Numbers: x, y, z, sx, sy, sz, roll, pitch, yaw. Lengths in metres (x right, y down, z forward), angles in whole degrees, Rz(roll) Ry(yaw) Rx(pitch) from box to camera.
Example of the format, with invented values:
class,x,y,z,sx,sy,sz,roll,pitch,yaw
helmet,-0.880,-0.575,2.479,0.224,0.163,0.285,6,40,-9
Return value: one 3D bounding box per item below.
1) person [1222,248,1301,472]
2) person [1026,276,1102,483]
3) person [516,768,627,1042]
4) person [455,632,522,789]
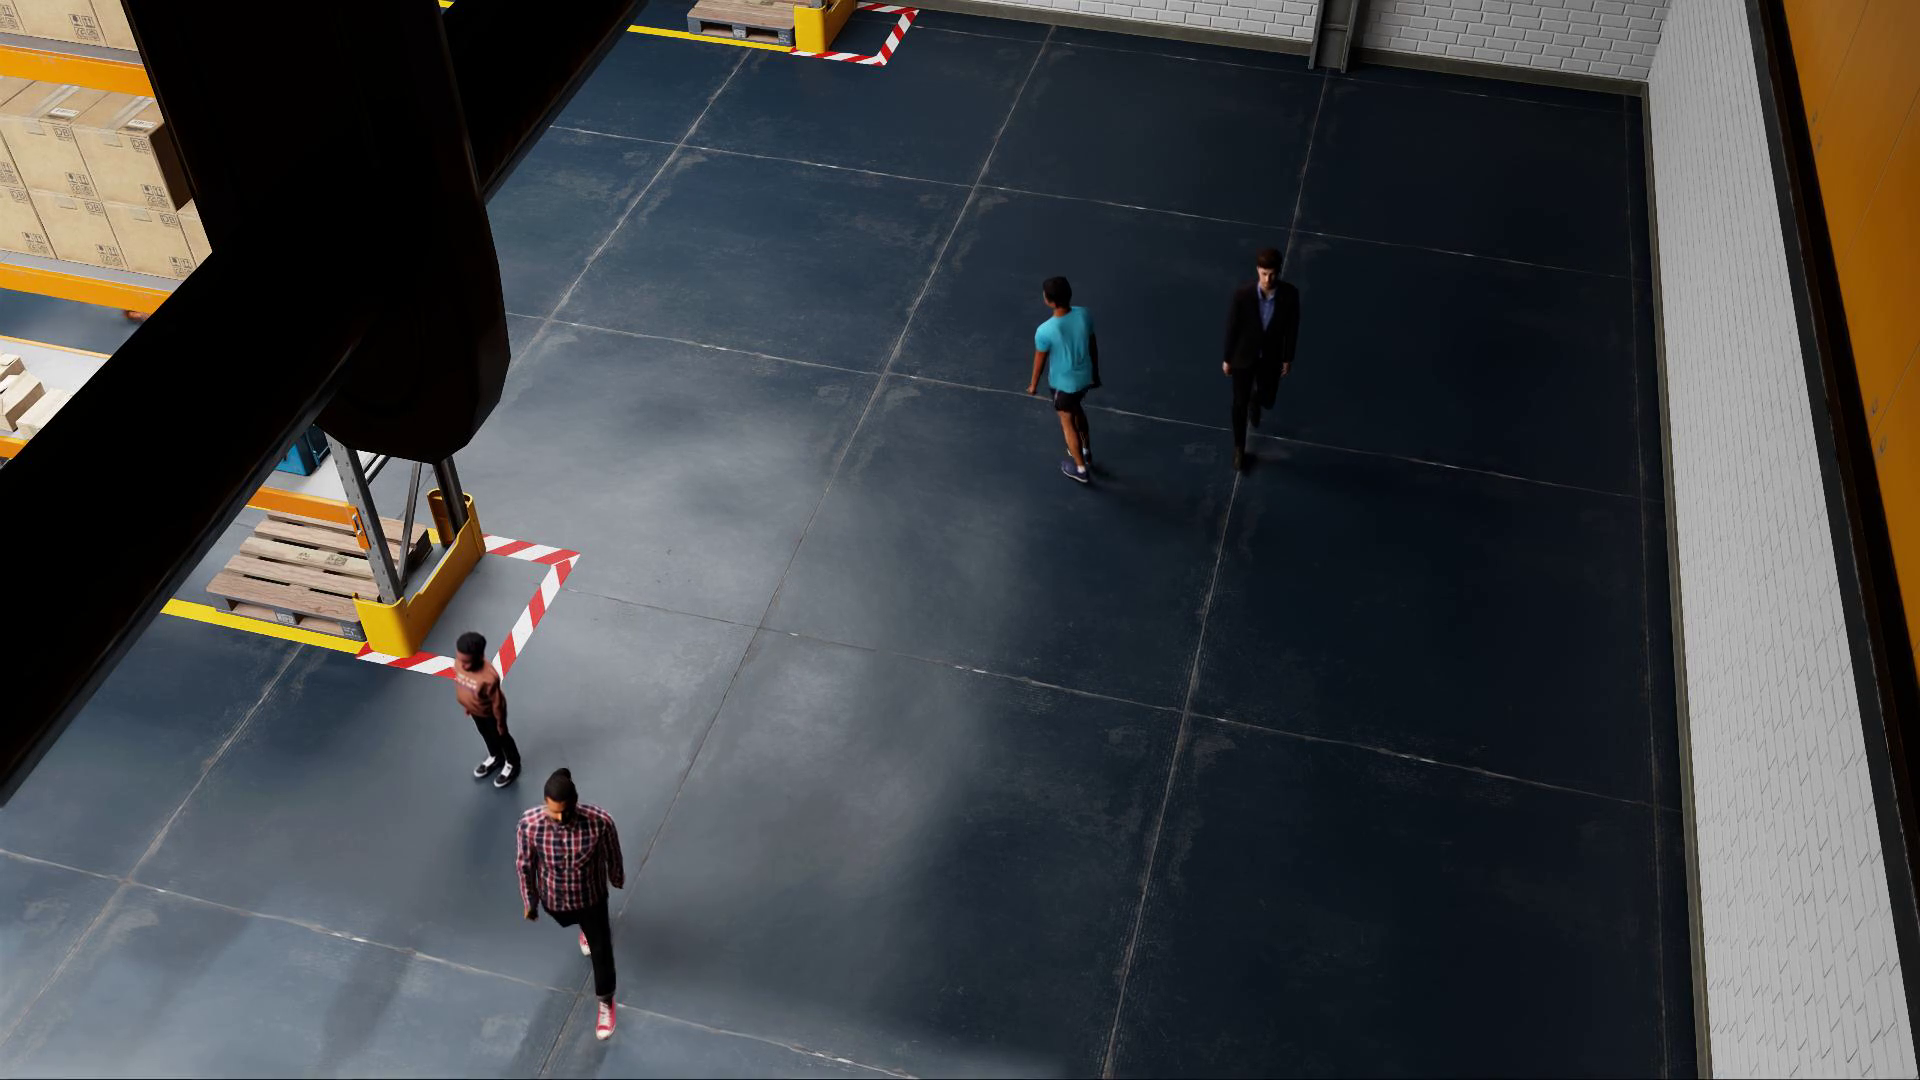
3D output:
class,x,y,z,sx,sy,sz,roll,pitch,yaw
person,2.215,-1.428,12.412,0.911,1.878,0.846,4,44,4
person,0.859,-1.139,12.207,0.799,1.743,0.853,-15,46,-15
person,-2.115,1.839,9.084,1.121,1.738,0.952,-1,44,-1
person,-2.928,1.016,10.299,0.533,1.255,0.645,27,50,25
